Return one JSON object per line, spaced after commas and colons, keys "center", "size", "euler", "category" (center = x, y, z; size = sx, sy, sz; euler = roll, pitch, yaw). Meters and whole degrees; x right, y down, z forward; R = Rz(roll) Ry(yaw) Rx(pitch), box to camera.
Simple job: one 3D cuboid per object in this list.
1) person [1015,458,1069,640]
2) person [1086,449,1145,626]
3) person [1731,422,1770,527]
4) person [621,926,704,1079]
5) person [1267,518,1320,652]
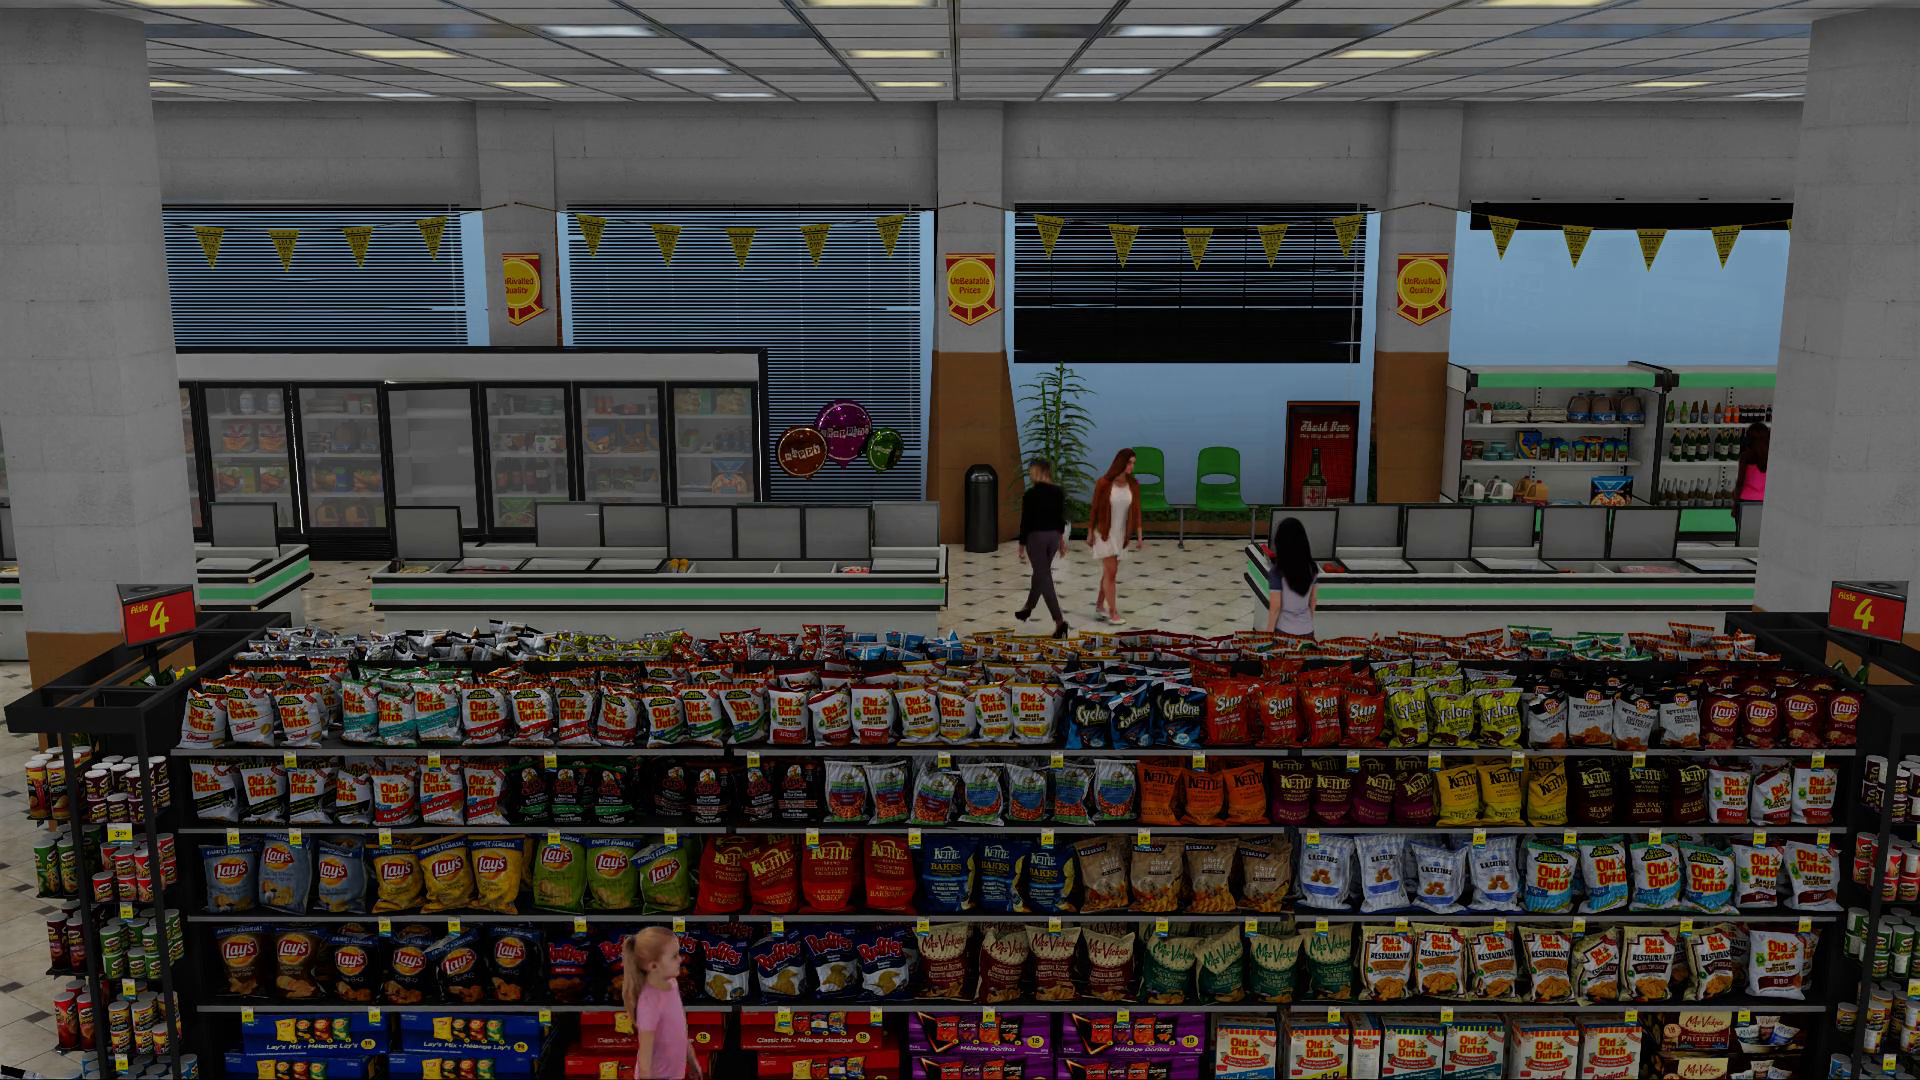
{"center": [0.797, 0.124, 15.070], "size": [1.080, 1.616, 1.061], "euler": [-9, 15, -36], "category": "person"}
{"center": [1.394, -0.048, 15.757], "size": [0.988, 1.670, 0.904], "euler": [-4, 13, -18], "category": "person"}
{"center": [8.153, -0.353, 17.071], "size": [0.495, 1.726, 0.622], "euler": [1, 12, 4], "category": "person"}
{"center": [-1.232, 2.107, 6.523], "size": [0.521, 1.257, 0.483], "euler": [0, 12, -1], "category": "person"}
{"center": [2.426, 0.677, 12.226], "size": [0.630, 1.706, 0.738], "euler": [-7, 14, -30], "category": "person"}
